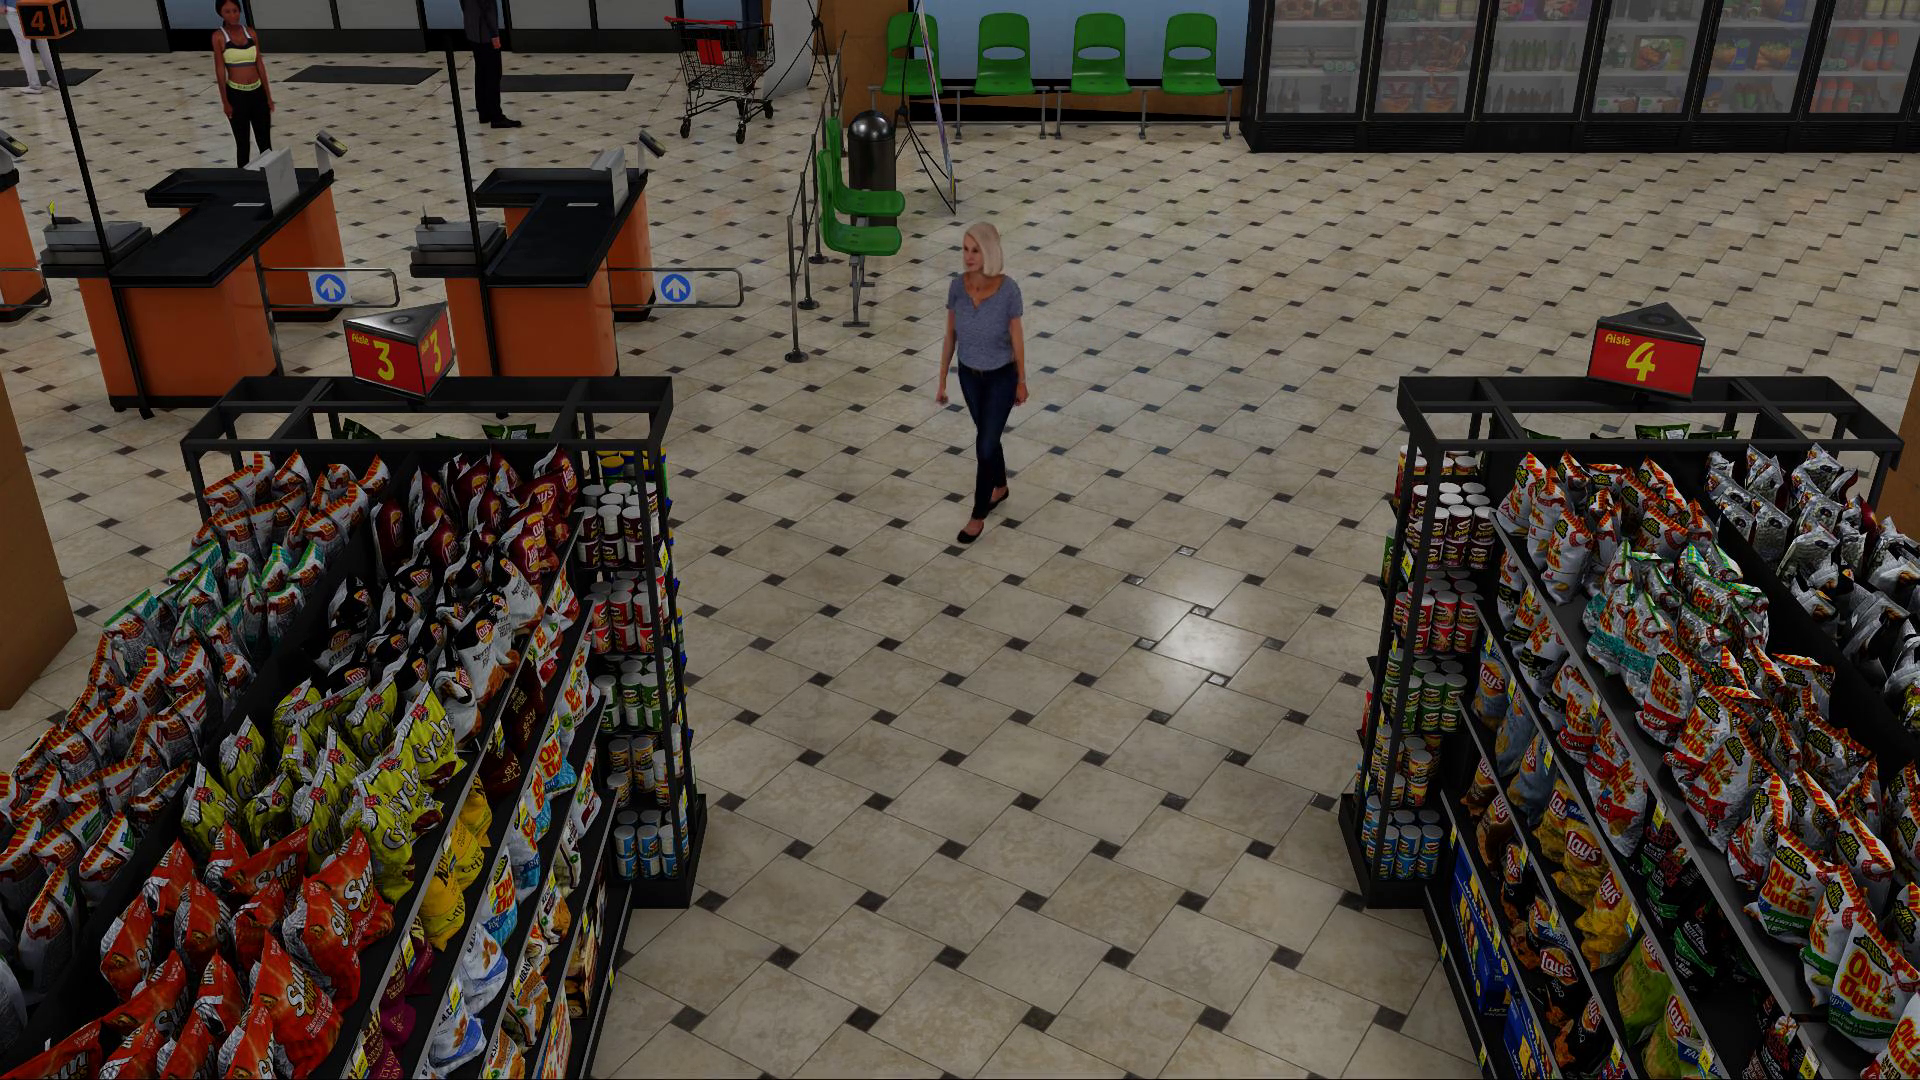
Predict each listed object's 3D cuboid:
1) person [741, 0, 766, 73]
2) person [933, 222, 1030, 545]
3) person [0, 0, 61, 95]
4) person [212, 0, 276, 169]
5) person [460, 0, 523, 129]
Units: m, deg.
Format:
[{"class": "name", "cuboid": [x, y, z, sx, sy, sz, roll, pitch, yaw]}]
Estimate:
[{"class": "person", "cuboid": [-2.325, -6.106, 18.361, 0.730, 1.792, 0.618, -15, 32, -25]}, {"class": "person", "cuboid": [0.192, -0.892, 8.916, 0.896, 1.691, 1.041, 16, 33, 27]}, {"class": "person", "cuboid": [-9.842, -5.657, 17.439, 0.802, 1.889, 0.690, 16, 32, 26]}, {"class": "person", "cuboid": [-6.000, -3.695, 13.985, 0.641, 1.754, 0.695, -24, 37, -37]}, {"class": "person", "cuboid": [-4.658, -4.993, 16.274, 0.866, 1.839, 0.771, -21, 35, -33]}]
